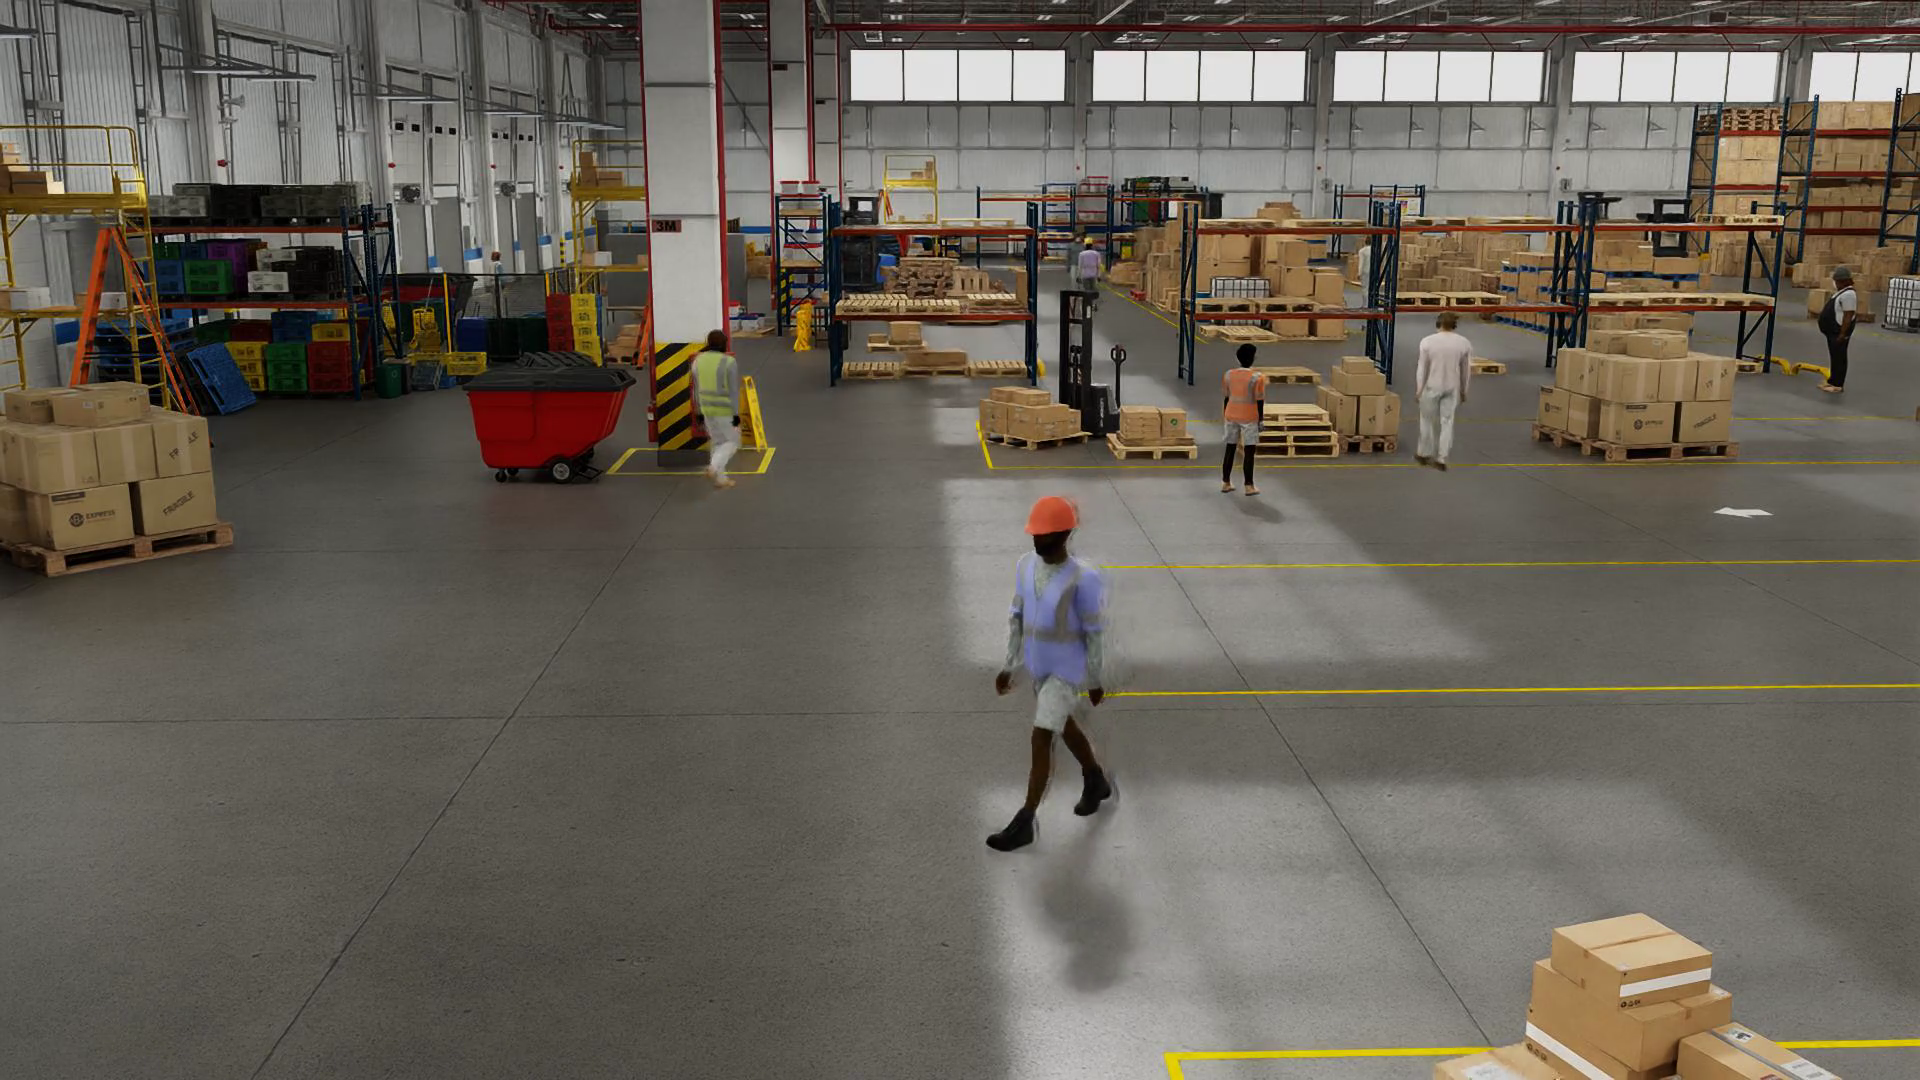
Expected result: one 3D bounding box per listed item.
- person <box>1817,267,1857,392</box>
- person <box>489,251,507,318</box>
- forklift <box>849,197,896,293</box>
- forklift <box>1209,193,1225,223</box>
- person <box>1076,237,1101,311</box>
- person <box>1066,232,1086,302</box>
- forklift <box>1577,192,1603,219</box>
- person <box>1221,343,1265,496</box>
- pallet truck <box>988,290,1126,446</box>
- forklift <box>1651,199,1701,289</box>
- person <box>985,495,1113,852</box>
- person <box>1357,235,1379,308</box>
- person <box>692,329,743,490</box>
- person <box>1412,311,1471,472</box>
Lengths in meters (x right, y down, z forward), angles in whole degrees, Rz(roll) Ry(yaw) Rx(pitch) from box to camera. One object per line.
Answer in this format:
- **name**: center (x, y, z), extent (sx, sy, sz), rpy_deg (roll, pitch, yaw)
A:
- **person**: center (14.307, -3.438, 27.153), extent (0.536, 2.000, 0.683), rpy_deg (4, 13, 17)
- **person**: center (-11.378, -6.266, 40.858), extent (0.525, 1.631, 0.323), rpy_deg (12, 17, 43)
- **forklift**: center (-2.825, -8.797, 49.440), extent (1.129, 2.768, 1.873), rpy_deg (8, 15, 32)
- **forklift**: center (8.712, -10.418, 56.760), extent (1.873, 2.768, 1.129), rpy_deg (4, 13, 17)
- **person**: center (3.273, -6.752, 42.406), extent (0.578, 1.901, 0.457), rpy_deg (-6, 14, -24)
- **person**: center (3.287, -7.541, 45.998), extent (0.651, 1.892, 0.969), rpy_deg (-2, 13, -9)
- **forklift**: center (23.271, -11.511, 61.693), extent (1.129, 2.768, 1.873), rpy_deg (-5, 13, -21)
- **person**: center (3.146, -1.341, 18.496), extent (0.533, 1.690, 0.321), rpy_deg (10, 16, 38)
- **pallet truck**: center (1.257, -2.299, 22.111), extent (1.885, 1.965, 0.823), rpy_deg (-9, 15, -35)
- **forklift**: center (19.217, -7.831, 45.080), extent (1.129, 2.768, 1.873), rpy_deg (0, 12, -2)
- **person**: center (0.531, 0.669, 8.979), extent (1.005, 1.895, 0.545), rpy_deg (-10, 16, -39)
- **person**: center (10.545, -6.882, 42.936), extent (0.629, 1.939, 0.371), rpy_deg (-4, 13, -18)
- **person**: center (-2.711, -1.441, 18.614), extent (0.638, 1.828, 0.492), rpy_deg (8, 15, 33)
- **person**: center (5.816, -1.823, 20.165), extent (0.665, 1.903, 0.903), rpy_deg (0, 12, 1)
